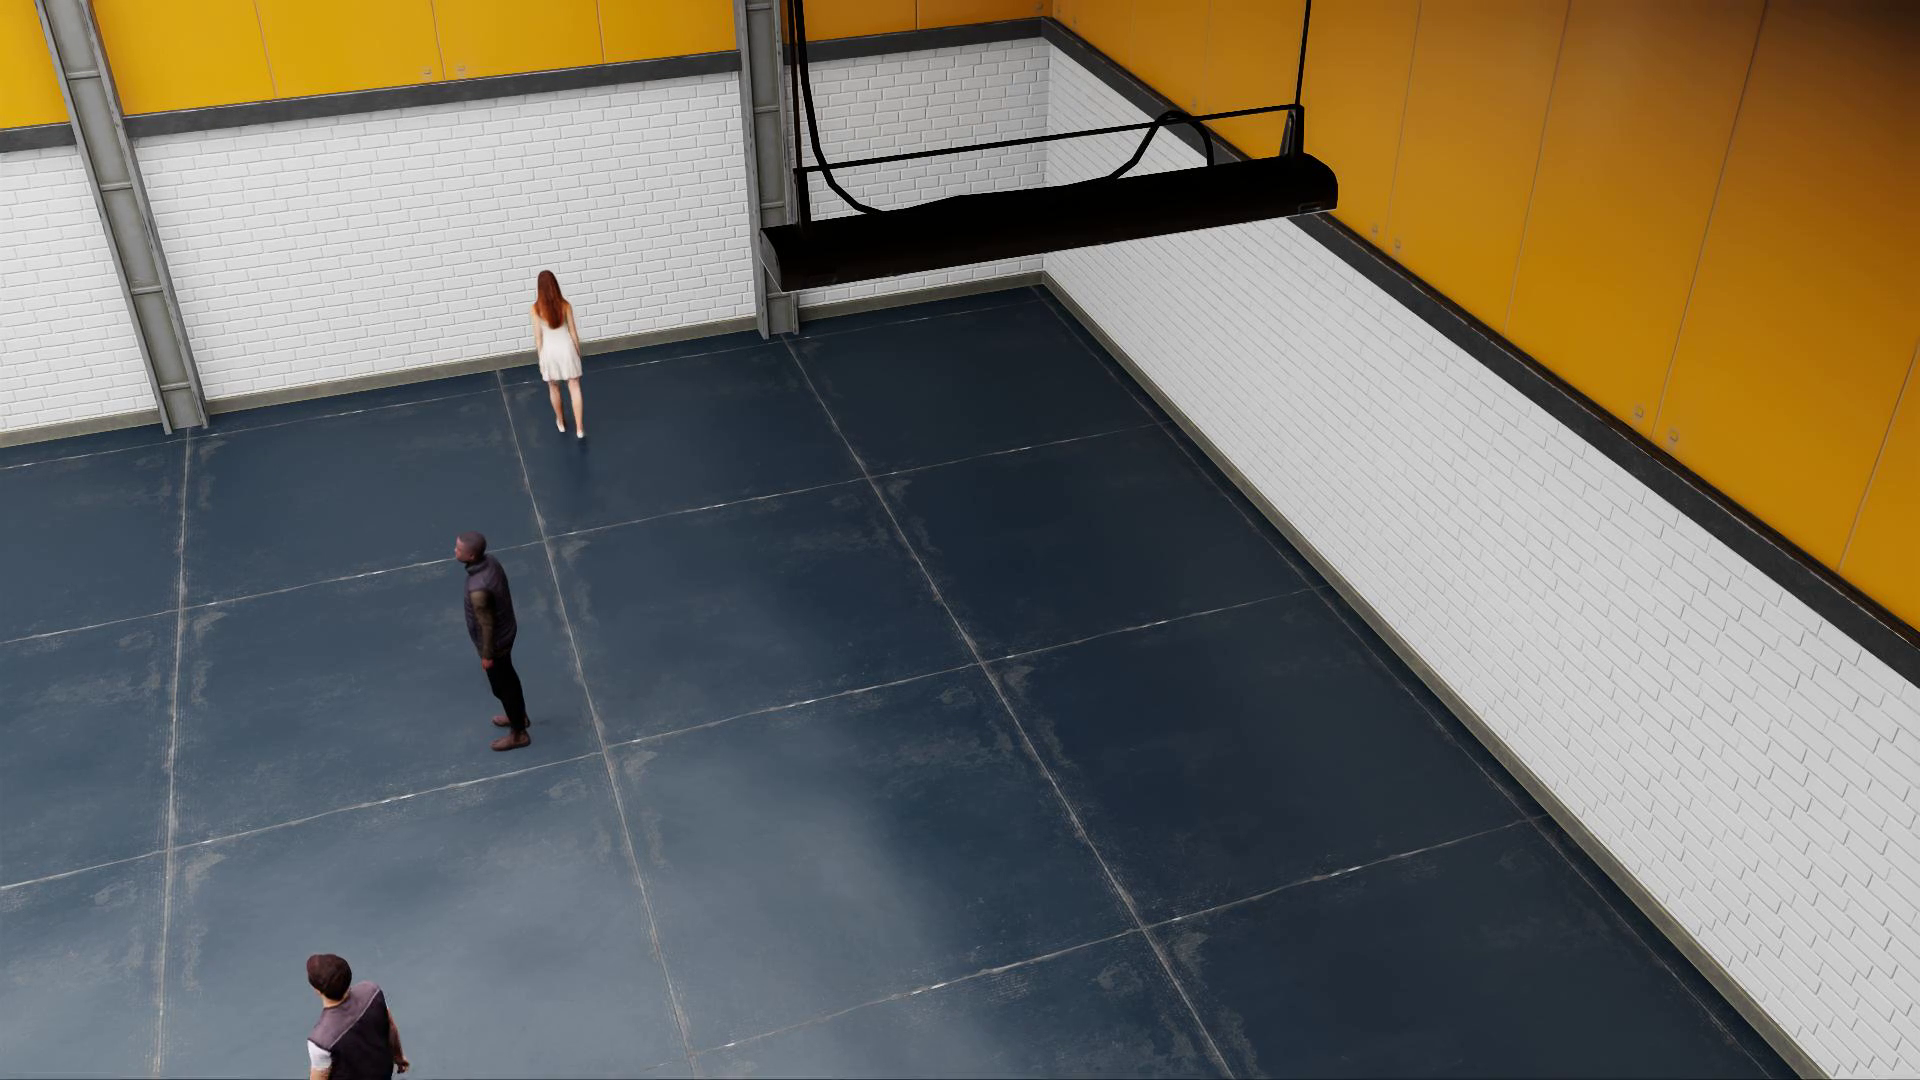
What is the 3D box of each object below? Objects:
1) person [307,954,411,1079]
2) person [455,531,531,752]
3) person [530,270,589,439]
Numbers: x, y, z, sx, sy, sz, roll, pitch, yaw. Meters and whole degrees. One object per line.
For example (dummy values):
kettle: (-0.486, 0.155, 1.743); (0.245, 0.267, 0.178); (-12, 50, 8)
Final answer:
person: (-3.043, 2.885, 8.693); (1.207, 1.815, 1.107); (11, 35, 17)
person: (-3.350, 0.708, 11.949); (0.626, 1.836, 0.741); (-5, 34, -8)
person: (-3.797, -1.754, 15.750); (0.751, 1.729, 0.665); (-7, 34, -11)
